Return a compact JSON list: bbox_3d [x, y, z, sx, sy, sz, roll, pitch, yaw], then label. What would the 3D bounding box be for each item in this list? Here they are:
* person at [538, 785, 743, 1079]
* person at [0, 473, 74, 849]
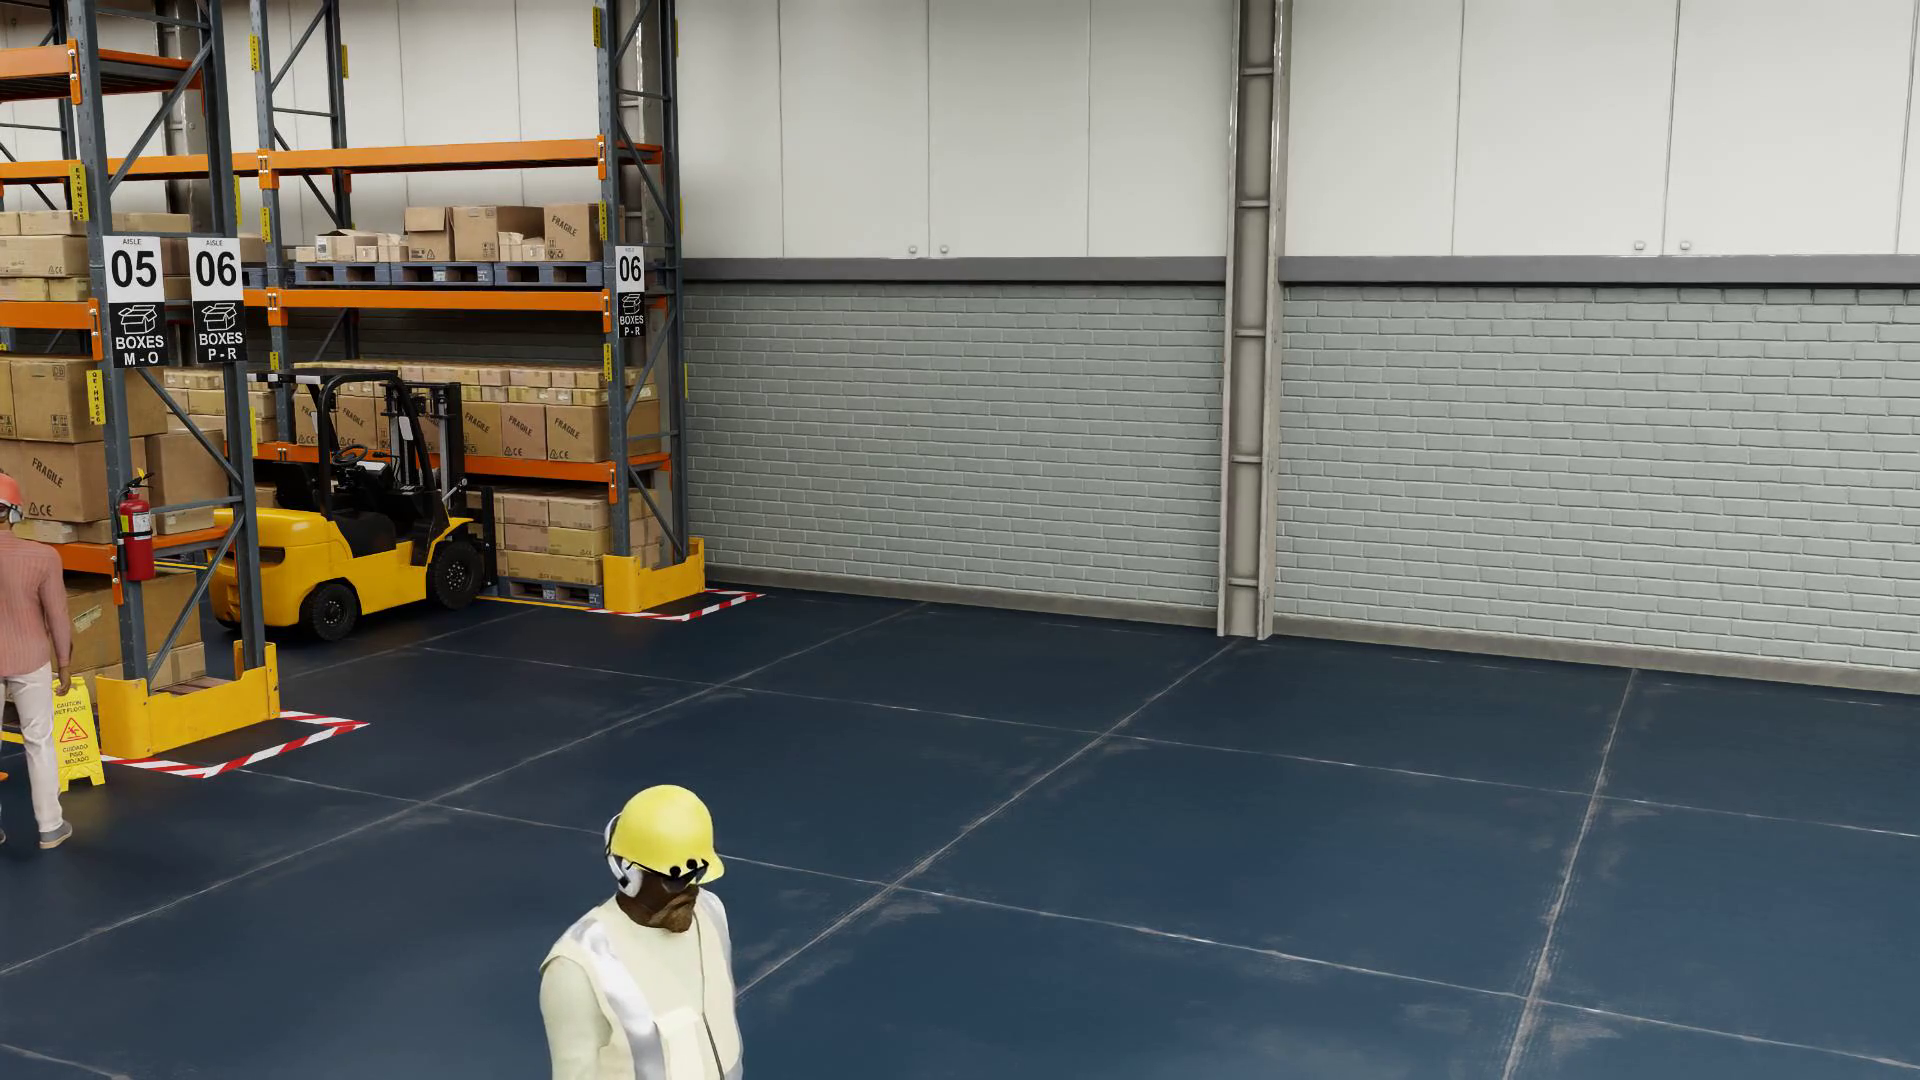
[{"bbox_3d":[-0.726,1.476,4.043,0.403,1.823,0.588,5,11,29],"label":"person"},{"bbox_3d":[-4.956,0.641,8.667,0.616,1.989,0.402,-4,10,-22],"label":"person"}]
